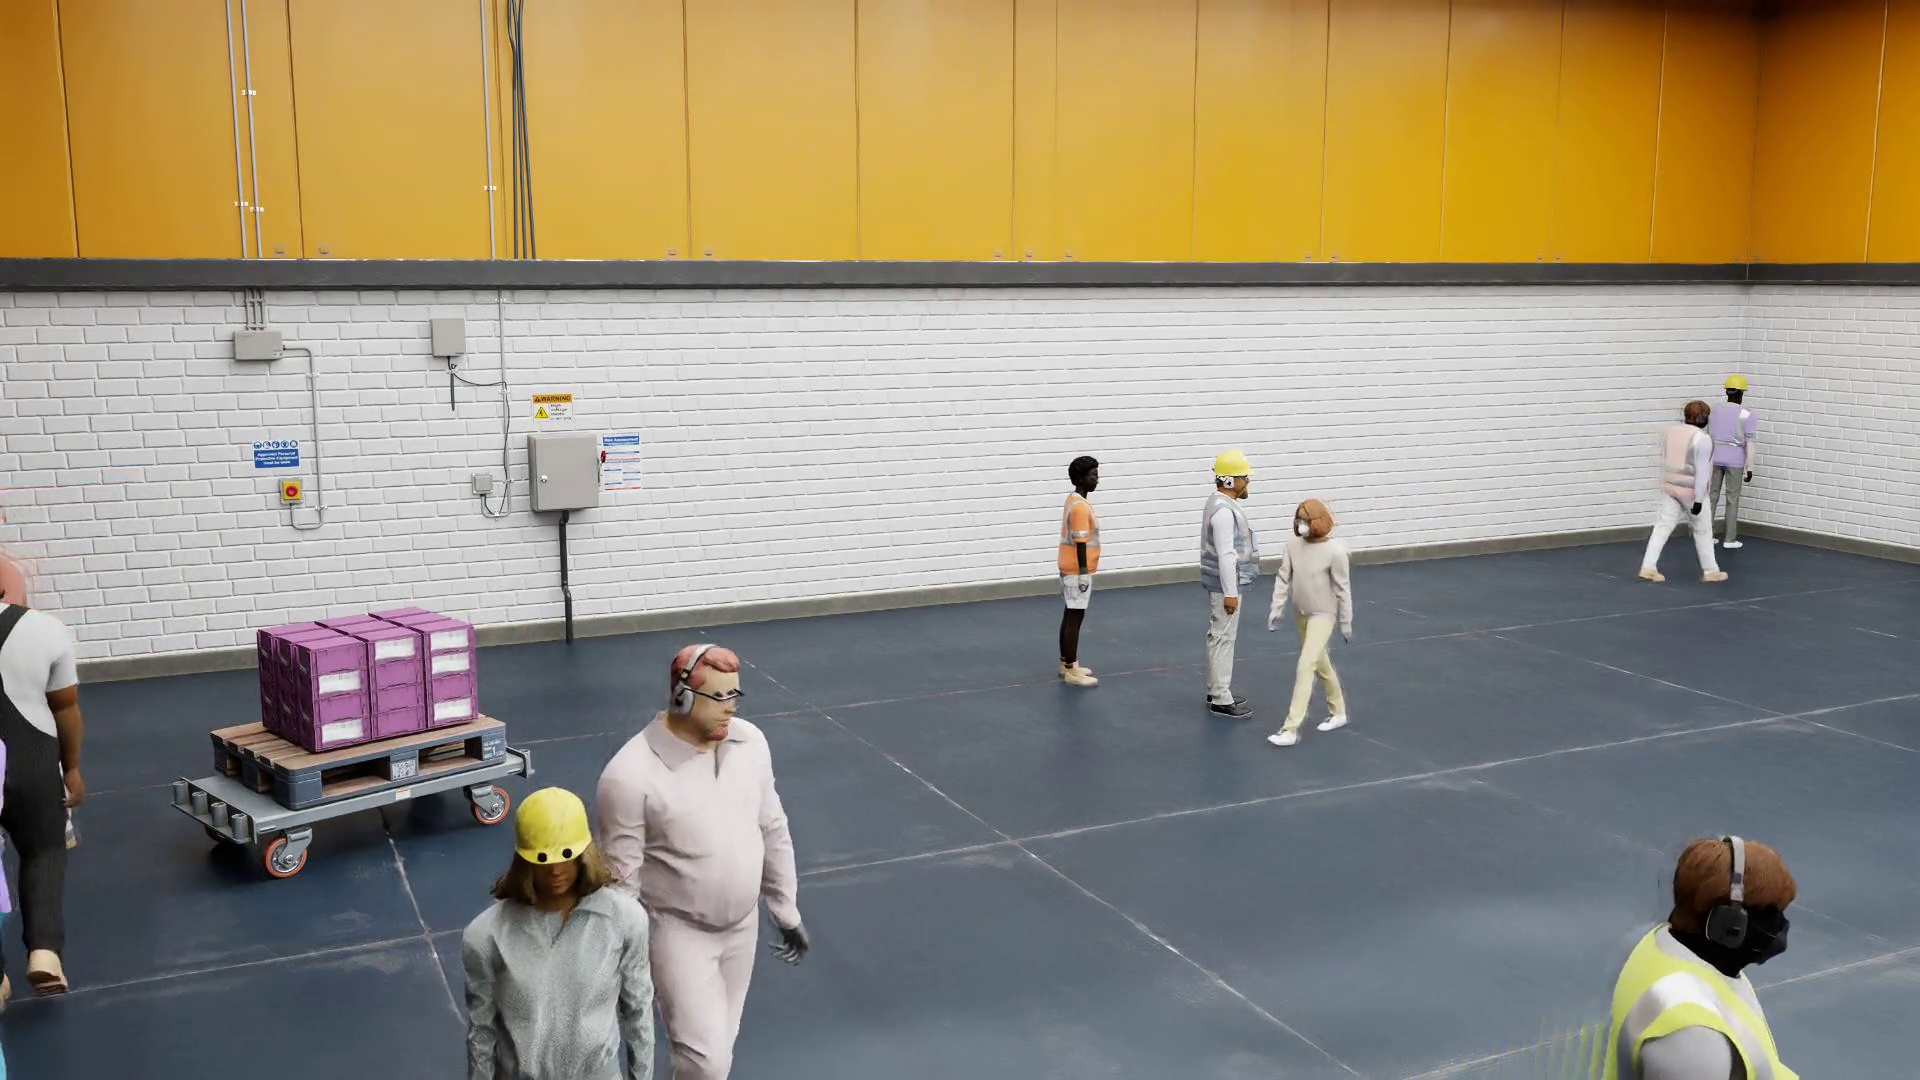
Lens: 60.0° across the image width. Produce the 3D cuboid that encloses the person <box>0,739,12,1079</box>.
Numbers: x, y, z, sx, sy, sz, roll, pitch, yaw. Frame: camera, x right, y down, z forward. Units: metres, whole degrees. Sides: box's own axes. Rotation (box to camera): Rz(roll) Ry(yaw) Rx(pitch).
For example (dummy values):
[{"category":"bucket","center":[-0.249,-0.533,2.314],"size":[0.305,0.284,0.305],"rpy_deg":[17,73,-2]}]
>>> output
[{"category":"person","center":[-3.366,1.265,5.411],"size":[0.479,1.818,0.628],"rpy_deg":[3,10,19]}]

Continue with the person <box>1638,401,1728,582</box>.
[{"category":"person","center":[7.084,-0.467,16.254],"size":[0.955,1.799,0.635],"rpy_deg":[-3,10,-19]}]

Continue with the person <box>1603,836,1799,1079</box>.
[{"category":"person","center":[1.689,1.539,3.751],"size":[0.793,1.811,0.648],"rpy_deg":[3,10,20]}]

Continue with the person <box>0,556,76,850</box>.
[{"category":"person","center":[-4.914,0.735,8.297],"size":[0.642,1.938,0.984],"rpy_deg":[4,10,23]}]

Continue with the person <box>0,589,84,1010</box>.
[{"category":"person","center":[-3.973,0.932,6.789],"size":[0.701,2.000,0.536],"rpy_deg":[-5,11,-29]}]

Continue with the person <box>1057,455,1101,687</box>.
[{"category":"person","center":[0.880,0.218,12.267],"size":[0.320,1.698,0.538],"rpy_deg":[0,9,-1]}]

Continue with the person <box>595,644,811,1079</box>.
[{"category":"person","center":[-0.780,1.257,5.288],"size":[0.565,1.878,0.636],"rpy_deg":[7,11,36]}]

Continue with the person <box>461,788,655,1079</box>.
[{"category":"person","center":[-1.067,1.466,4.459],"size":[0.488,1.730,0.544],"rpy_deg":[-3,10,-17]}]

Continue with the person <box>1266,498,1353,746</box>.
[{"category":"person","center":[2.286,0.513,10.792],"size":[0.839,1.582,0.487],"rpy_deg":[-6,11,-33]}]

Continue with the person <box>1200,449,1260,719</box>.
[{"category":"person","center":[1.844,0.292,11.398],"size":[0.404,1.833,0.590],"rpy_deg":[1,9,5]}]

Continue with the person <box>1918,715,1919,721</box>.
[{"category":"person","center":[6.628,0.350,11.002],"size":[0.325,1.843,0.517],"rpy_deg":[1,9,5]}]

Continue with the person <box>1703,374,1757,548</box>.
[{"category":"person","center":[8.474,-0.866,18.340],"size":[0.390,1.919,0.581],"rpy_deg":[-9,12,-43]}]
